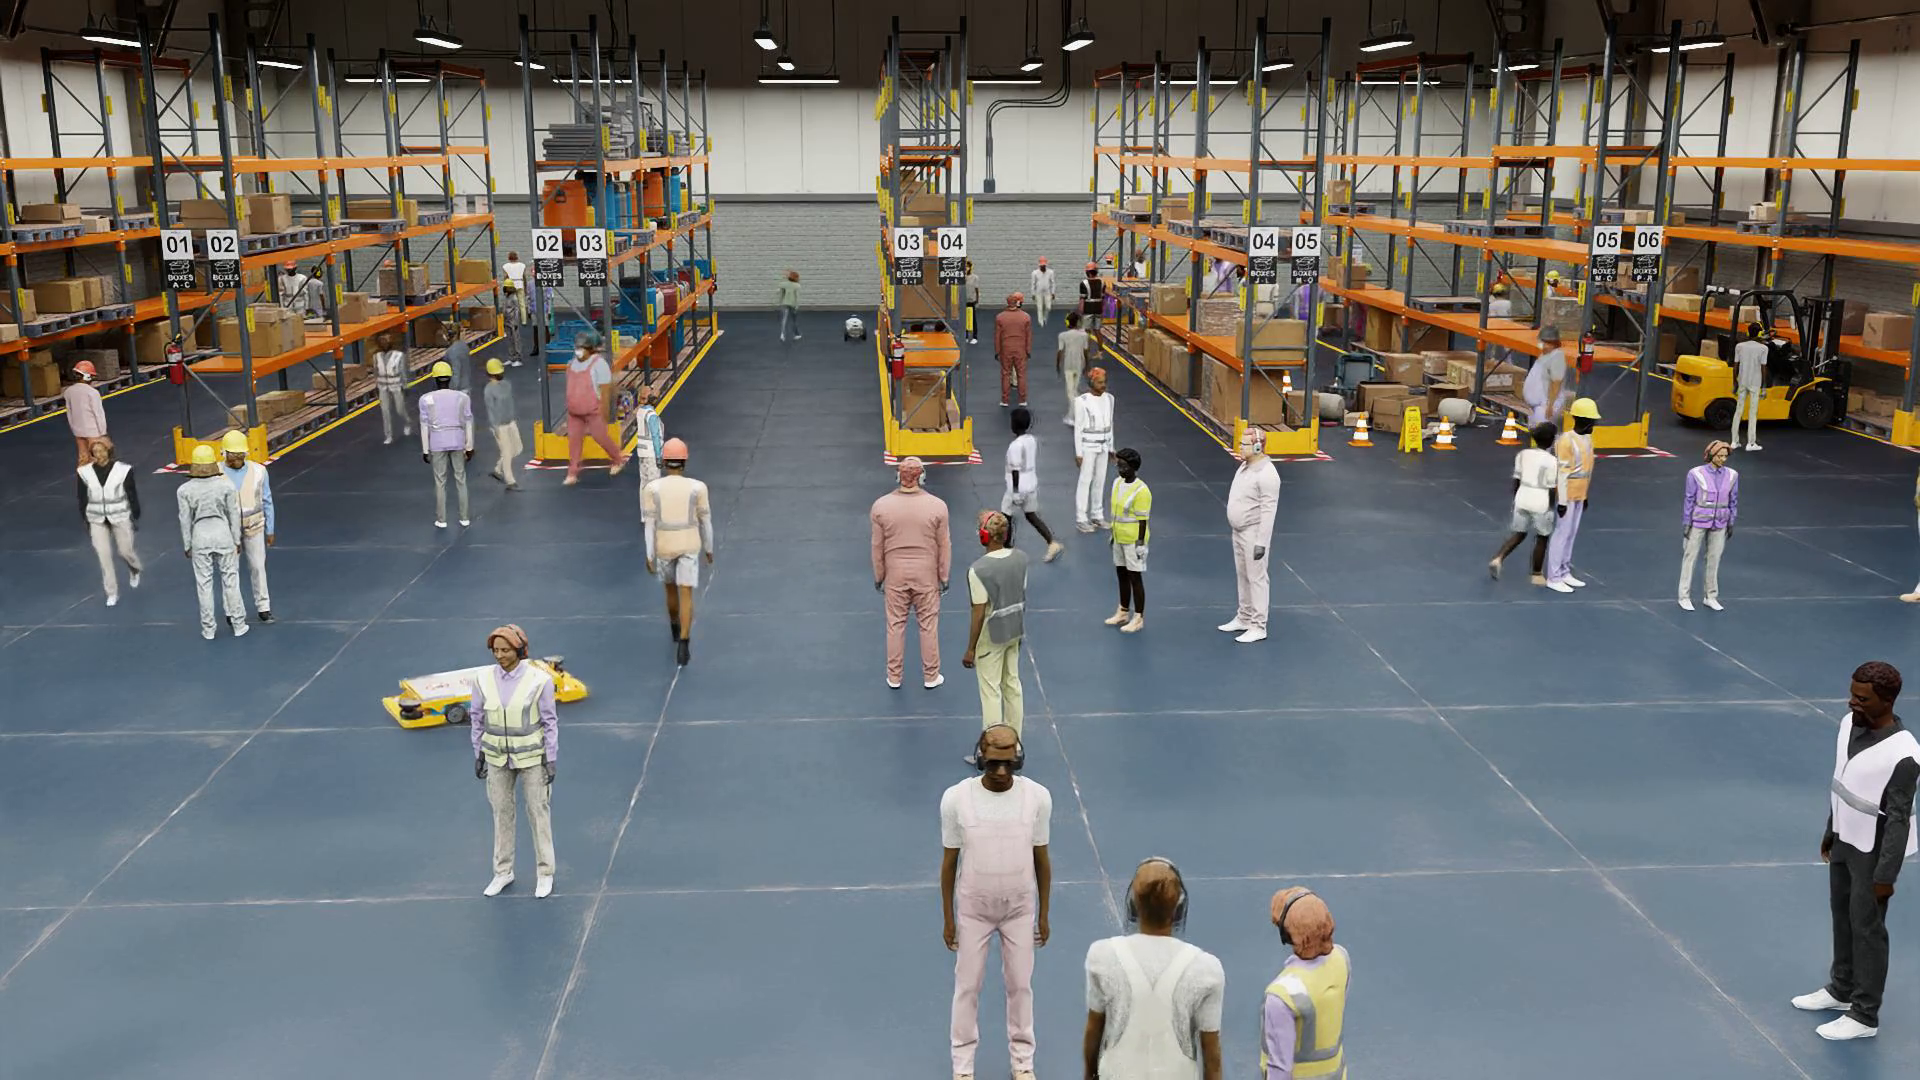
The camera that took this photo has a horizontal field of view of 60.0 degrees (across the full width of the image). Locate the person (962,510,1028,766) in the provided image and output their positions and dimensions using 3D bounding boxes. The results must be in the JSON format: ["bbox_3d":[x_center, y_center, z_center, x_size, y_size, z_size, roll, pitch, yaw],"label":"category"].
[{"bbox_3d":[0.261,0.702,11.706,0.388,1.847,0.564,12,18,40],"label":"person"}]

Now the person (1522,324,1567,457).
[{"bbox_3d":[7.871,-1.890,22.274,0.669,2.000,0.692,1,13,4],"label":"person"}]

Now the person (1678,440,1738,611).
[{"bbox_3d":[7.072,-0.136,15.728,0.514,1.634,0.313,-1,13,-4],"label":"person"}]

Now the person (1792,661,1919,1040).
[{"bbox_3d":[4.443,1.509,8.160,0.393,1.911,0.588,0,13,2],"label":"person"}]

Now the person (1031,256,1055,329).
[{"bbox_3d":[2.015,-5.991,40.284,0.593,1.736,0.377,-1,13,-5],"label":"person"}]

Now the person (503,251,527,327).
[{"bbox_3d":[-10.841,-6.106,40.561,0.565,1.841,0.387,-7,15,-27],"label":"person"}]

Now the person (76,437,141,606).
[{"bbox_3d":[-8.182,-0.205,16.029,0.519,1.625,0.530,-3,14,-14],"label":"person"}]

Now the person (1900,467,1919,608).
[{"bbox_3d":[9.283,-0.250,15.776,0.429,1.837,0.625,-1,13,-3],"label":"person"}]

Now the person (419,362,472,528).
[{"bbox_3d":[-5.917,-1.095,19.182,0.582,1.919,0.400,-8,15,-30],"label":"person"}]

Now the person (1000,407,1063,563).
[{"bbox_3d":[0.690,-0.561,17.435,0.777,1.667,0.533,7,15,28],"label":"person"}]

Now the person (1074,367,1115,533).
[{"bbox_3d":[1.537,-1.034,18.983,0.584,1.882,0.337,-11,17,-38],"label":"person"}]

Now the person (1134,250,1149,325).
[{"bbox_3d":[4.475,-6.220,41.003,0.609,1.860,0.500,-5,14,-20],"label":"person"}]

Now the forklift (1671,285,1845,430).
[{"bbox_3d":[12.503,-2.886,26.166,2.313,2.155,1.214,-1,13,-3],"label":"forklift"}]

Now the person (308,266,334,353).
[{"bbox_3d":[-13.687,-4.926,35.527,0.508,1.861,0.316,10,17,36],"label":"person"}]

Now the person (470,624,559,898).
[{"bbox_3d":[-2.587,1.283,9.691,0.518,1.640,0.307,1,13,6],"label":"person"}]

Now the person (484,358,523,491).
[{"bbox_3d":[-5.831,-1.467,21.156,0.451,1.727,0.564,5,14,20],"label":"person"}]

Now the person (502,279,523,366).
[{"bbox_3d":[-9.015,-4.361,33.375,0.487,1.746,0.290,12,18,41],"label":"person"}]

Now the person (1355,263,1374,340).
[{"bbox_3d":[9.208,-5.393,37.712,0.449,1.751,0.546,3,14,13],"label":"person"}]

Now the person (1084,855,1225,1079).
[{"bbox_3d":[0.700,2.030,6.136,0.507,1.829,0.414,2,13,8],"label":"person"}]

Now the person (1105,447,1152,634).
[{"bbox_3d":[1.532,-0.005,15.042,0.320,1.693,0.536,-6,15,-26],"label":"person"}]

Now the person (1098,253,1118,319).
[{"bbox_3d":[3.693,-6.198,41.129,0.567,1.755,0.318,8,15,29],"label":"person"}]

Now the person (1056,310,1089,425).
[{"bbox_3d":[1.782,-2.645,25.932,0.525,1.841,0.875,-5,14,-19],"label":"person"}]

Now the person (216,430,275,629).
[{"bbox_3d":[-6.562,-0.102,15.173,0.595,1.826,0.404,-8,15,-30],"label":"person"}]

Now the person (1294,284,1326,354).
[{"bbox_3d":[7.180,-4.588,34.229,0.620,1.789,0.946,3,14,11],"label":"person"}]

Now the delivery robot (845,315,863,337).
[{"bbox_3d":[-2.423,-4.894,37.981,0.477,0.478,0.707,-2,13,-9],"label":"delivery robot"}]

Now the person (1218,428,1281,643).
[{"bbox_3d":[2.567,-0.050,14.769,0.410,1.909,0.642,-3,14,-13],"label":"person"}]

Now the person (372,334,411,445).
[{"bbox_3d":[-8.445,-2.262,24.735,0.522,1.622,0.628,1,13,3],"label":"person"}]

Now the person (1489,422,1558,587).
[{"bbox_3d":[5.640,-0.342,16.500,0.594,1.676,0.547,-7,15,-27],"label":"person"}]

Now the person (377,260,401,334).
[{"bbox_3d":[-12.064,-4.928,35.259,0.617,1.986,0.402,1,13,5],"label":"person"}]

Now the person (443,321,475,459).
[{"bbox_3d":[-7.052,-2.104,23.398,0.375,1.940,0.627,0,13,-1],"label":"person"}]

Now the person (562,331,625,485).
[{"bbox_3d":[-4.850,-1.782,21.815,0.685,2.000,0.951,6,14,23],"label":"person"}]

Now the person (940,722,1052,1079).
[{"bbox_3d":[0.165,1.688,7.564,0.502,1.837,0.349,-1,13,-6],"label":"person"}]

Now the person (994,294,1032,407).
[{"bbox_3d":[0.895,-3.197,28.111,0.638,1.903,0.408,-1,13,-2],"label":"person"}]

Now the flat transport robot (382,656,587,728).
[{"bbox_3d":[-3.732,1.179,13.064,1.431,0.197,0.652,-8,16,-31],"label":"flat transport robot"}]

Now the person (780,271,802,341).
[{"bbox_3d":[-3.849,-5.315,37.770,0.507,1.581,0.875,4,14,17],"label":"person"}]

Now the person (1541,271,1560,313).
[{"bbox_3d":[12.221,-4.675,34.542,0.404,1.827,0.591,3,14,14],"label":"person"}]

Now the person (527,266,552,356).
[{"bbox_3d":[-8.835,-4.821,34.927,0.543,1.933,0.364,2,13,8],"label":"person"}]

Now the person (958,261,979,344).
[{"bbox_3d":[0.197,-5.315,37.183,0.501,1.861,0.324,7,15,28],"label":"person"}]

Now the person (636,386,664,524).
[{"bbox_3d":[-3.572,-0.964,19.216,0.308,1.639,0.510,-8,16,-31],"label":"person"}]

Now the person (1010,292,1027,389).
[{"bbox_3d":[1.019,-3.628,30.253,0.343,1.749,0.573,-9,16,-32],"label":"person"}]

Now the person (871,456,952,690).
[{"bbox_3d":[-0.386,0.272,13.406,0.644,1.908,0.408,1,13,4],"label":"person"}]

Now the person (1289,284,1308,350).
[{"bbox_3d":[7.320,-4.842,35.661,0.529,1.618,0.403,0,13,1],"label":"person"}]

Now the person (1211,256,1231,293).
[{"bbox_3d":[6.142,-5.970,39.588,0.639,2.025,0.581,3,14,12],"label":"person"}]

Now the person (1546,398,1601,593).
[{"bbox_3d":[6.068,-0.452,16.424,0.388,1.926,0.590,12,18,41],"label":"person"}]

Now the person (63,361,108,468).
[{"bbox_3d":[-10.768,-1.346,20.603,0.562,1.743,0.337,5,14,21],"label":"person"}]

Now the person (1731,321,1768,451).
[{"bbox_3d":[11.446,-2.230,24.083,0.329,1.872,0.507,-10,17,-37],"label":"person"}]

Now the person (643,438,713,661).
[{"bbox_3d":[-2.427,0.056,14.379,0.567,1.883,1.014,-2,13,-7],"label":"person"}]

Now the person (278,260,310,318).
[{"bbox_3d":[-14.123,-4.961,35.303,0.605,2.035,0.398,-2,13,-9],"label":"person"}]

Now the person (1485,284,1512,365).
[{"bbox_3d":[10.489,-4.103,32.354,0.522,1.718,0.933,-2,13,-7],"label":"person"}]

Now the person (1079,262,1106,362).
[{"bbox_3d":[2.690,-4.683,34.139,0.609,2.032,0.429,-7,15,-26],"label":"person"}]

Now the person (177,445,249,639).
[{"bbox_3d":[-6.673,0.019,14.847,0.484,1.734,0.320,-5,14,-20],"label":"person"}]

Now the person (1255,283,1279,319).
[{"bbox_3d":[6.352,-4.761,34.697,0.592,1.919,0.387,5,14,21],"label":"person"}]

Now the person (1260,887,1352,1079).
[{"bbox_3d":[1.287,2.092,6.272,0.314,1.636,0.515,12,18,40],"label":"person"}]
